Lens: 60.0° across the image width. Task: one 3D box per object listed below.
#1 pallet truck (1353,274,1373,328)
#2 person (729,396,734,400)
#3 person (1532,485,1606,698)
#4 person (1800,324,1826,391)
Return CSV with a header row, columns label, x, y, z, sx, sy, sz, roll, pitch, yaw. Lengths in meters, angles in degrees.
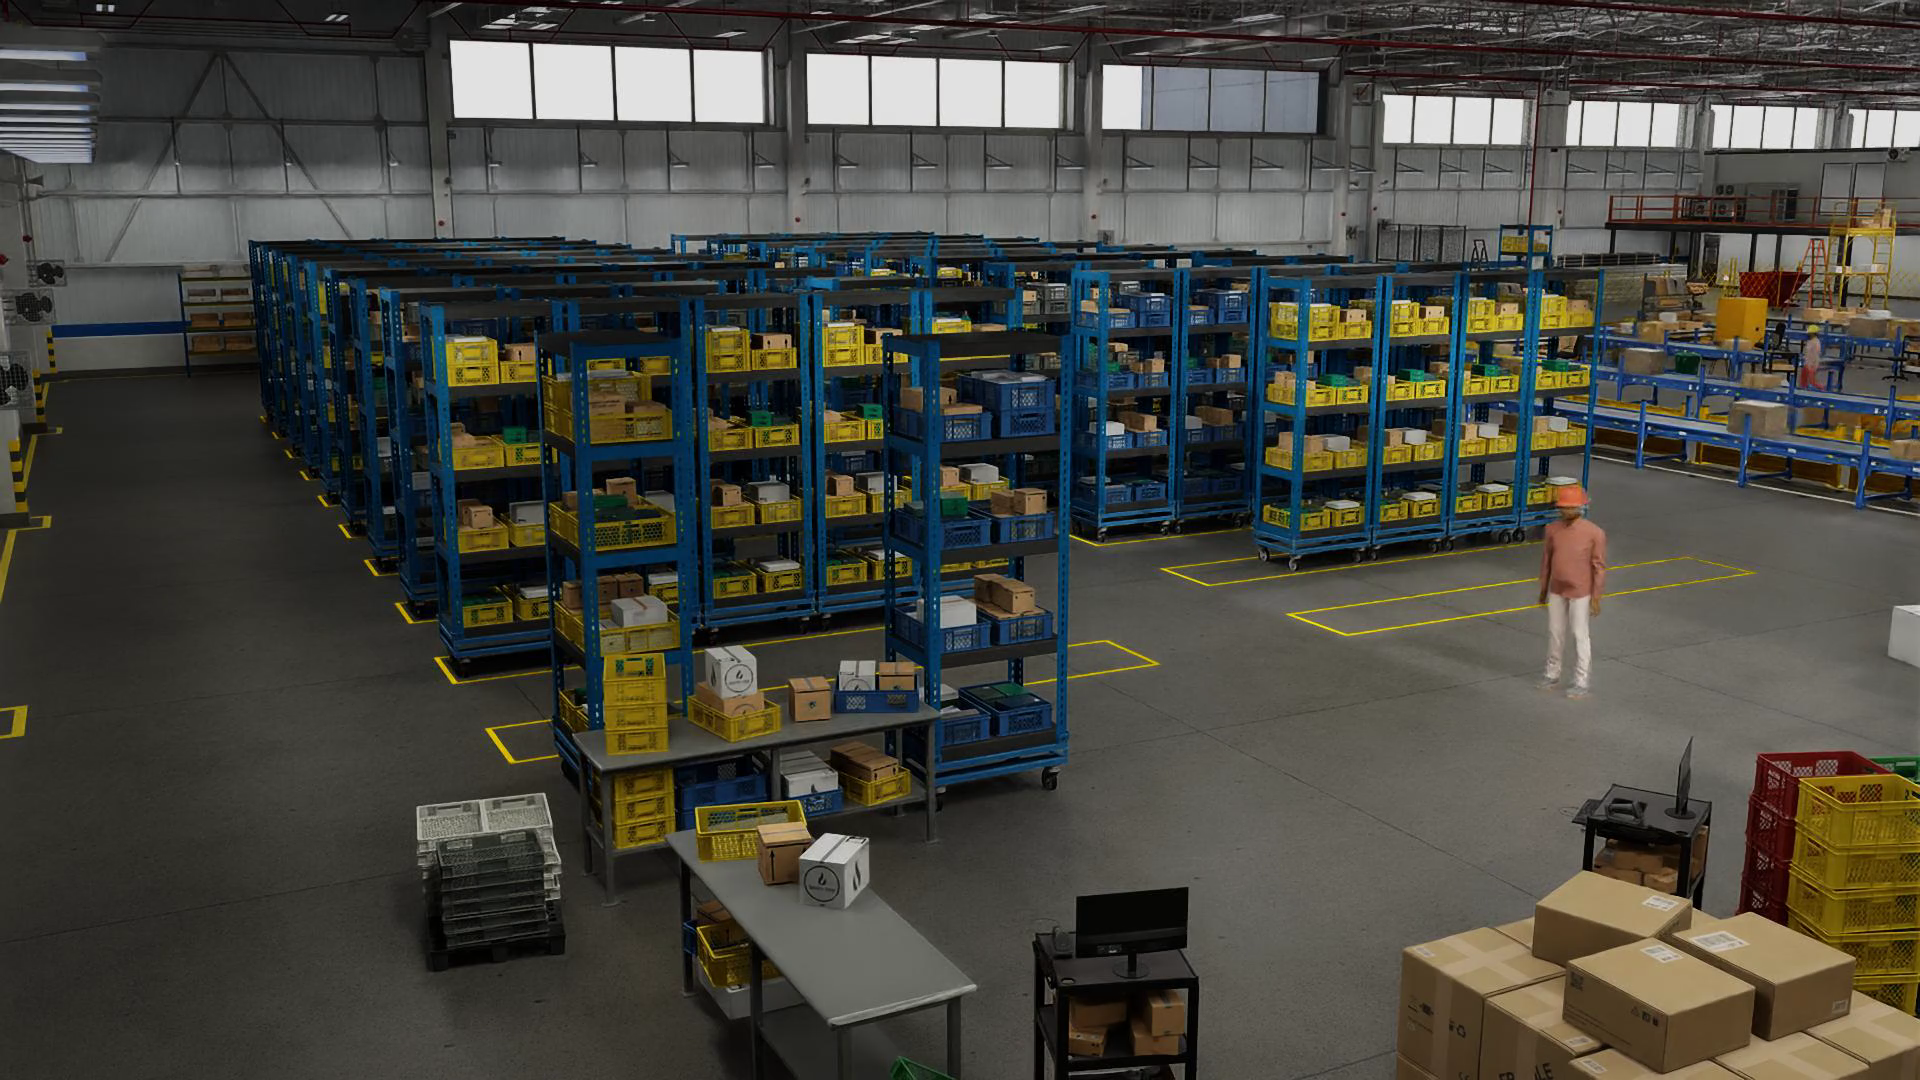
label,x,y,z,sx,sy,sz,roll,pitch,yaw
pallet truck,13.011,-8.050,55.243,0.823,1.965,1.885,-7,14,-28
person,-4.300,-2.528,29.810,0.589,1.828,0.451,-5,13,-21
person,5.651,0.464,15.431,0.402,1.990,0.622,-9,15,-35
person,18.385,-3.772,35.823,0.672,1.750,0.533,0,12,0
